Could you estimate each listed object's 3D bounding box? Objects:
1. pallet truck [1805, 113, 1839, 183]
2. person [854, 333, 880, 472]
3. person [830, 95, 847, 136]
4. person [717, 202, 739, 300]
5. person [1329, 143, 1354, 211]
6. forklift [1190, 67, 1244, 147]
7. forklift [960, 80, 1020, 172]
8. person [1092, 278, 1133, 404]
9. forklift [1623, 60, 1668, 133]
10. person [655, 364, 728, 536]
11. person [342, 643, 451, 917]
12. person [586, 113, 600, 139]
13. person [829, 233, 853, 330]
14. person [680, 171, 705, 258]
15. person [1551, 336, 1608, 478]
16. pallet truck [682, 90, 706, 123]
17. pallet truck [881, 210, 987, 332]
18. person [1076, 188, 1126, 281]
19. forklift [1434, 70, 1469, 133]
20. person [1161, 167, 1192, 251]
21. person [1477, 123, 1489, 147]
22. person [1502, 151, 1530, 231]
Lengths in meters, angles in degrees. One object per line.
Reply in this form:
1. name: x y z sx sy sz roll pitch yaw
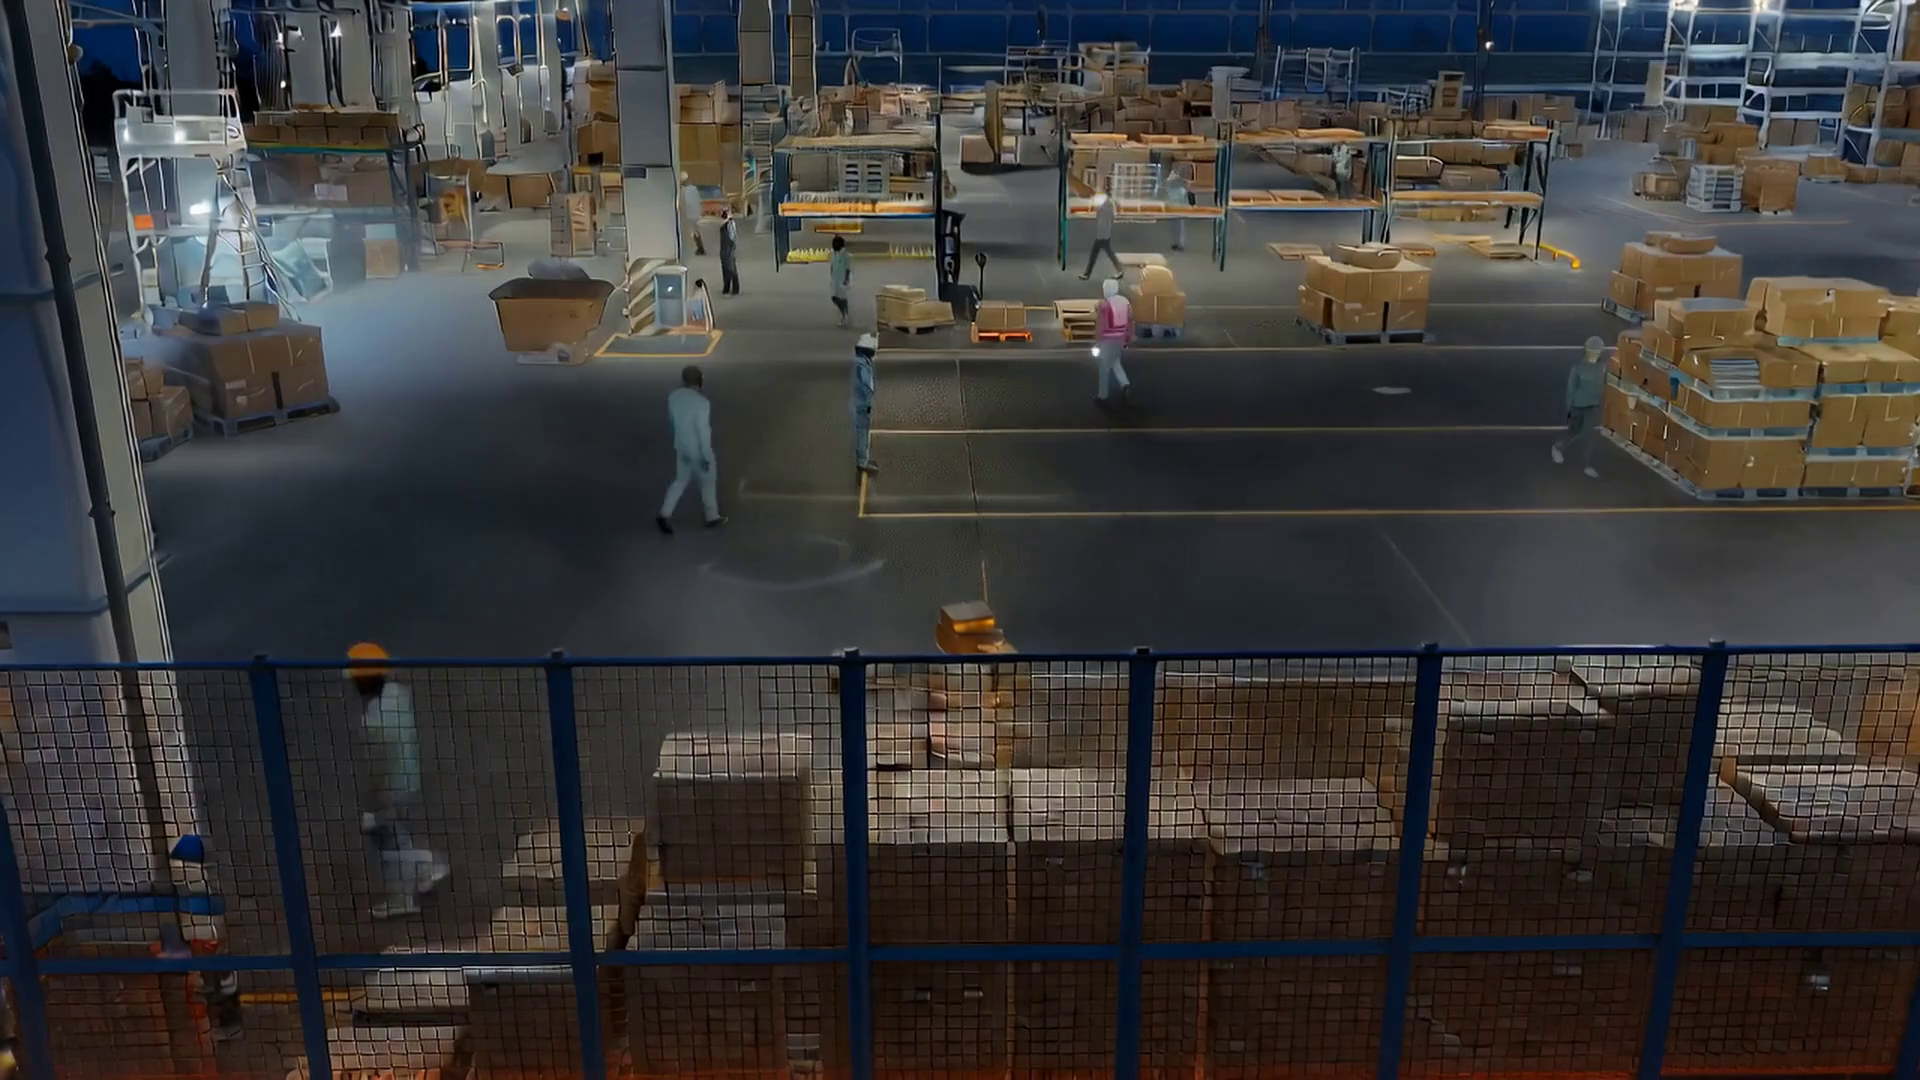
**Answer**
1. pallet truck: 26.403 -11.957 50.702 0.823 1.965 1.885 6 19 16
2. person: -1.162 -1.729 20.763 0.311 1.736 0.483 -3 19 -7
3. person: -4.380 -15.089 60.087 0.631 1.940 0.372 -4 19 -13
4. person: -4.457 -5.549 31.929 0.506 1.847 0.345 17 25 41
5. person: 10.143 -9.704 44.141 0.587 1.920 0.391 16 25 40
6. forklift: 9.442 -15.894 61.021 1.873 2.768 1.129 -1 19 -1
7. forklift: 0.960 -13.258 53.202 1.873 2.768 1.129 0 19 -1
8. person: 2.194 -2.847 23.951 0.632 1.829 0.520 -15 23 -37
9. forklift: 27.581 -17.673 66.299 1.873 2.768 1.129 0 19 -1
10. person: -3.003 -0.985 18.297 0.635 1.914 0.912 14 23 36
11. person: -3.689 1.564 10.728 0.445 1.915 0.588 0 19 1
12. person: -14.162 -16.290 64.132 0.538 1.622 0.386 -3 19 -8
13. person: -2.054 -4.546 29.193 0.541 1.683 0.466 15 24 38
14. person: -6.028 -7.160 36.621 0.908 1.892 0.549 -15 24 -37
15. person: 7.746 -1.710 20.709 0.530 1.740 0.811 -4 19 -12
16. pallet truck: -9.671 -15.907 62.421 0.823 1.965 1.885 5 19 15
17. pallet truck: -0.493 -4.759 29.349 1.885 1.965 0.823 -13 23 -34
18. person: 2.929 -6.204 33.837 1.031 1.879 0.587 10 21 27
19. forklift: 17.417 -15.323 59.328 1.129 2.768 1.873 -1 19 -1
20. person: 4.891 -7.515 37.729 0.668 1.870 0.862 7 20 21
21. person: 15.262 -11.325 48.989 0.553 1.906 0.933 3 19 9
22. person: 13.698 -8.609 40.892 0.616 1.927 0.978 12 22 32
